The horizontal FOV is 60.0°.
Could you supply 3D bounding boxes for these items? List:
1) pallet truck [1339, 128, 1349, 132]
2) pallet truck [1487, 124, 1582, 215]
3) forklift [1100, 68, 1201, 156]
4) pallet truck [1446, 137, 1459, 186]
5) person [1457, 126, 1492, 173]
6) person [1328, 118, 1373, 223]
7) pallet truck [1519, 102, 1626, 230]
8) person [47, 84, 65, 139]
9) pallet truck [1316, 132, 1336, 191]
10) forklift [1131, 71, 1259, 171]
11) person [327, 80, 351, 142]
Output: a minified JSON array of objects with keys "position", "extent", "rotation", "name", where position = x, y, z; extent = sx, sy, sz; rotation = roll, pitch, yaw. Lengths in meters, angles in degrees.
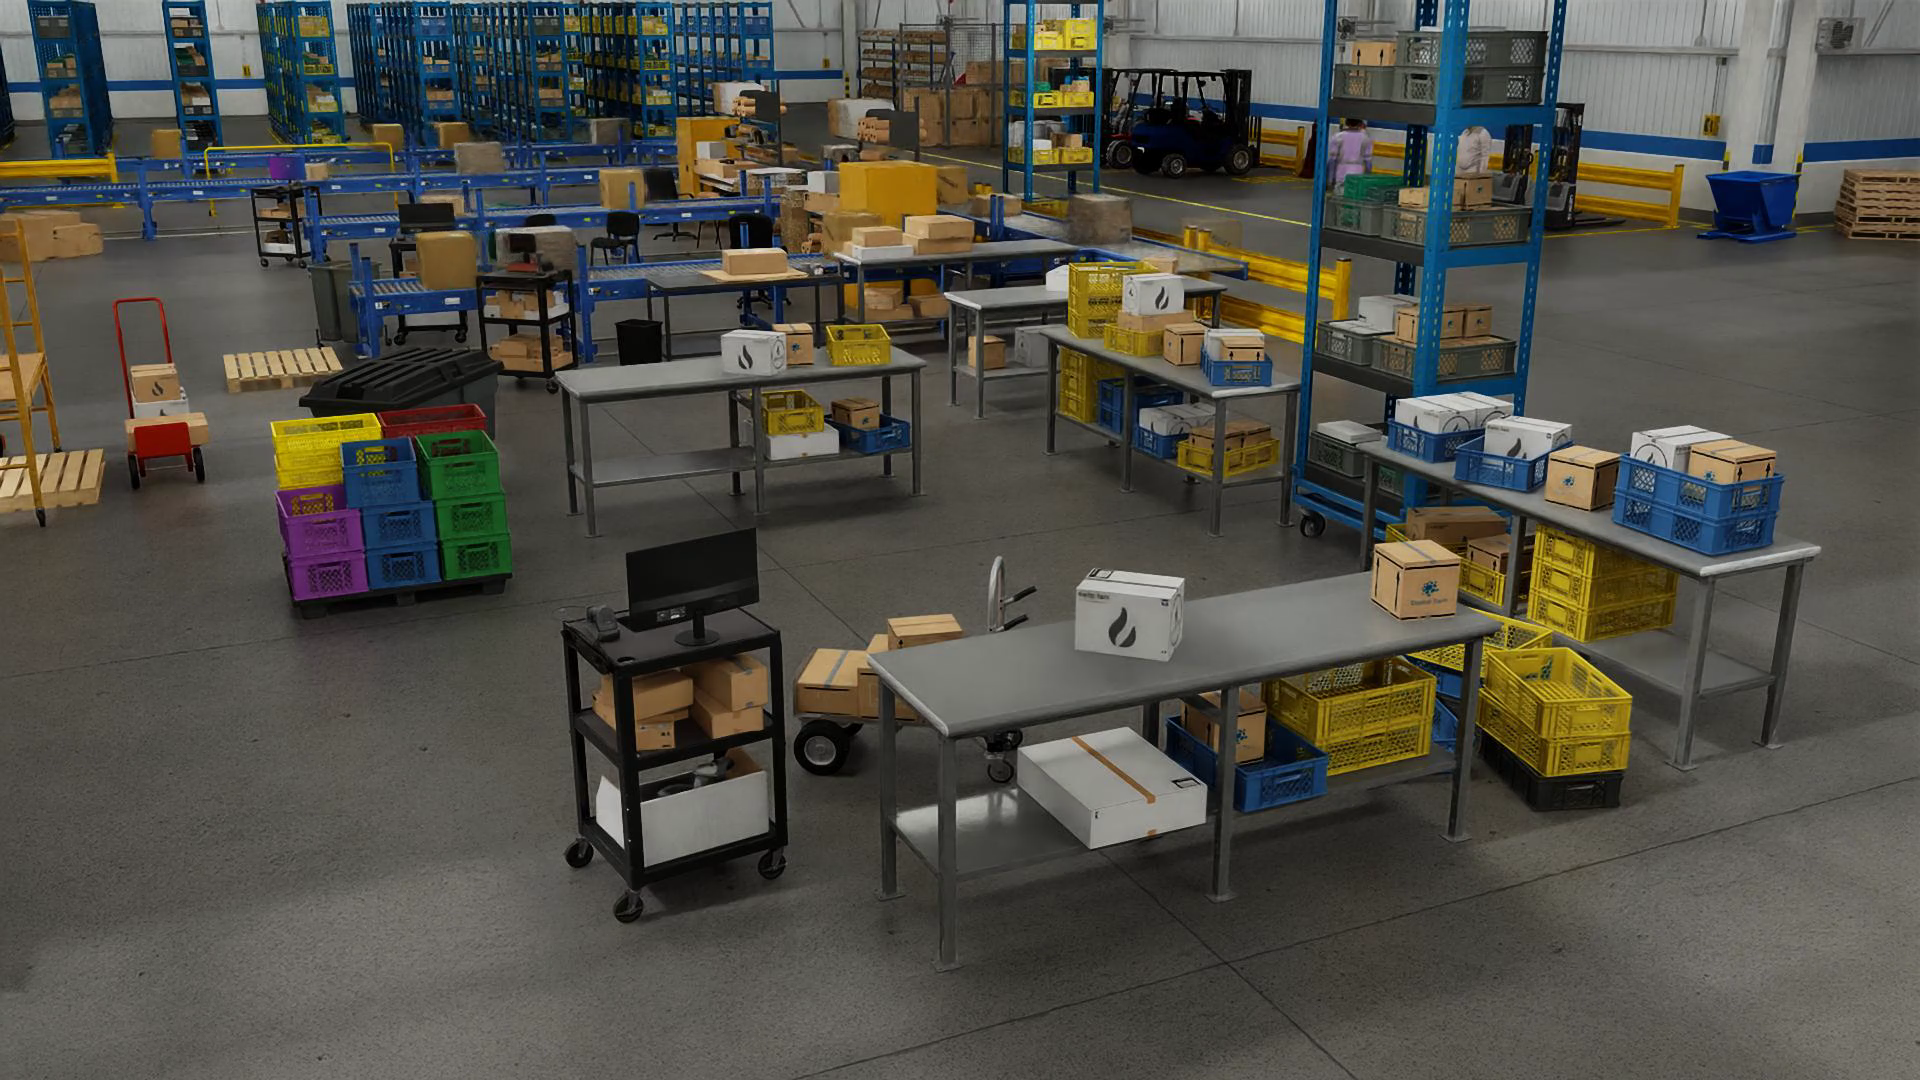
[{"position":[7.845,-7.140,31.411],"extent":[1.522,1.261,0.704],"rotation":[-9,20,-25],"name":"pallet truck"},{"position":[9.707,-6.455,28.103],"extent":[1.885,1.965,0.823],"rotation":[-7,19,-20],"name":"pallet truck"},{"position":[4.082,-9.564,37.410],"extent":[2.680,1.987,1.157],"rotation":[-8,19,-23],"name":"forklift"},{"position":[9.184,-6.485,29.328],"extent":[1.630,1.274,0.653],"rotation":[-8,19,-23],"name":"pallet truck"},{"position":[8.007,-5.782,26.132],"extent":[0.399,1.908,0.643],"rotation":[-7,19,-20],"name":"person"},{"position":[5.744,-5.336,24.505],"extent":[0.613,2.041,0.381],"rotation":[4,18,12],"name":"person"},{"position":[9.972,-6.037,26.785],"extent":[1.885,1.965,0.823],"rotation":[-9,20,-25],"name":"pallet truck"},{"position":[-22.508,-10.633,41.571],"extent":[0.610,1.804,0.649],"rotation":[1,18,4],"name":"person"},{"position":[7.723,-7.504,32.656],"extent":[1.601,1.201,0.680],"rotation":[-8,19,-23],"name":"pallet truck"},{"position":[4.998,-8.936,35.413],"extent":[2.680,1.987,1.157],"rotation":[-9,20,-25],"name":"forklift"},{"position":[-16.682,-11.514,44.418],"extent":[0.645,1.770,0.943],"rotation":[6,19,19],"name":"person"}]
